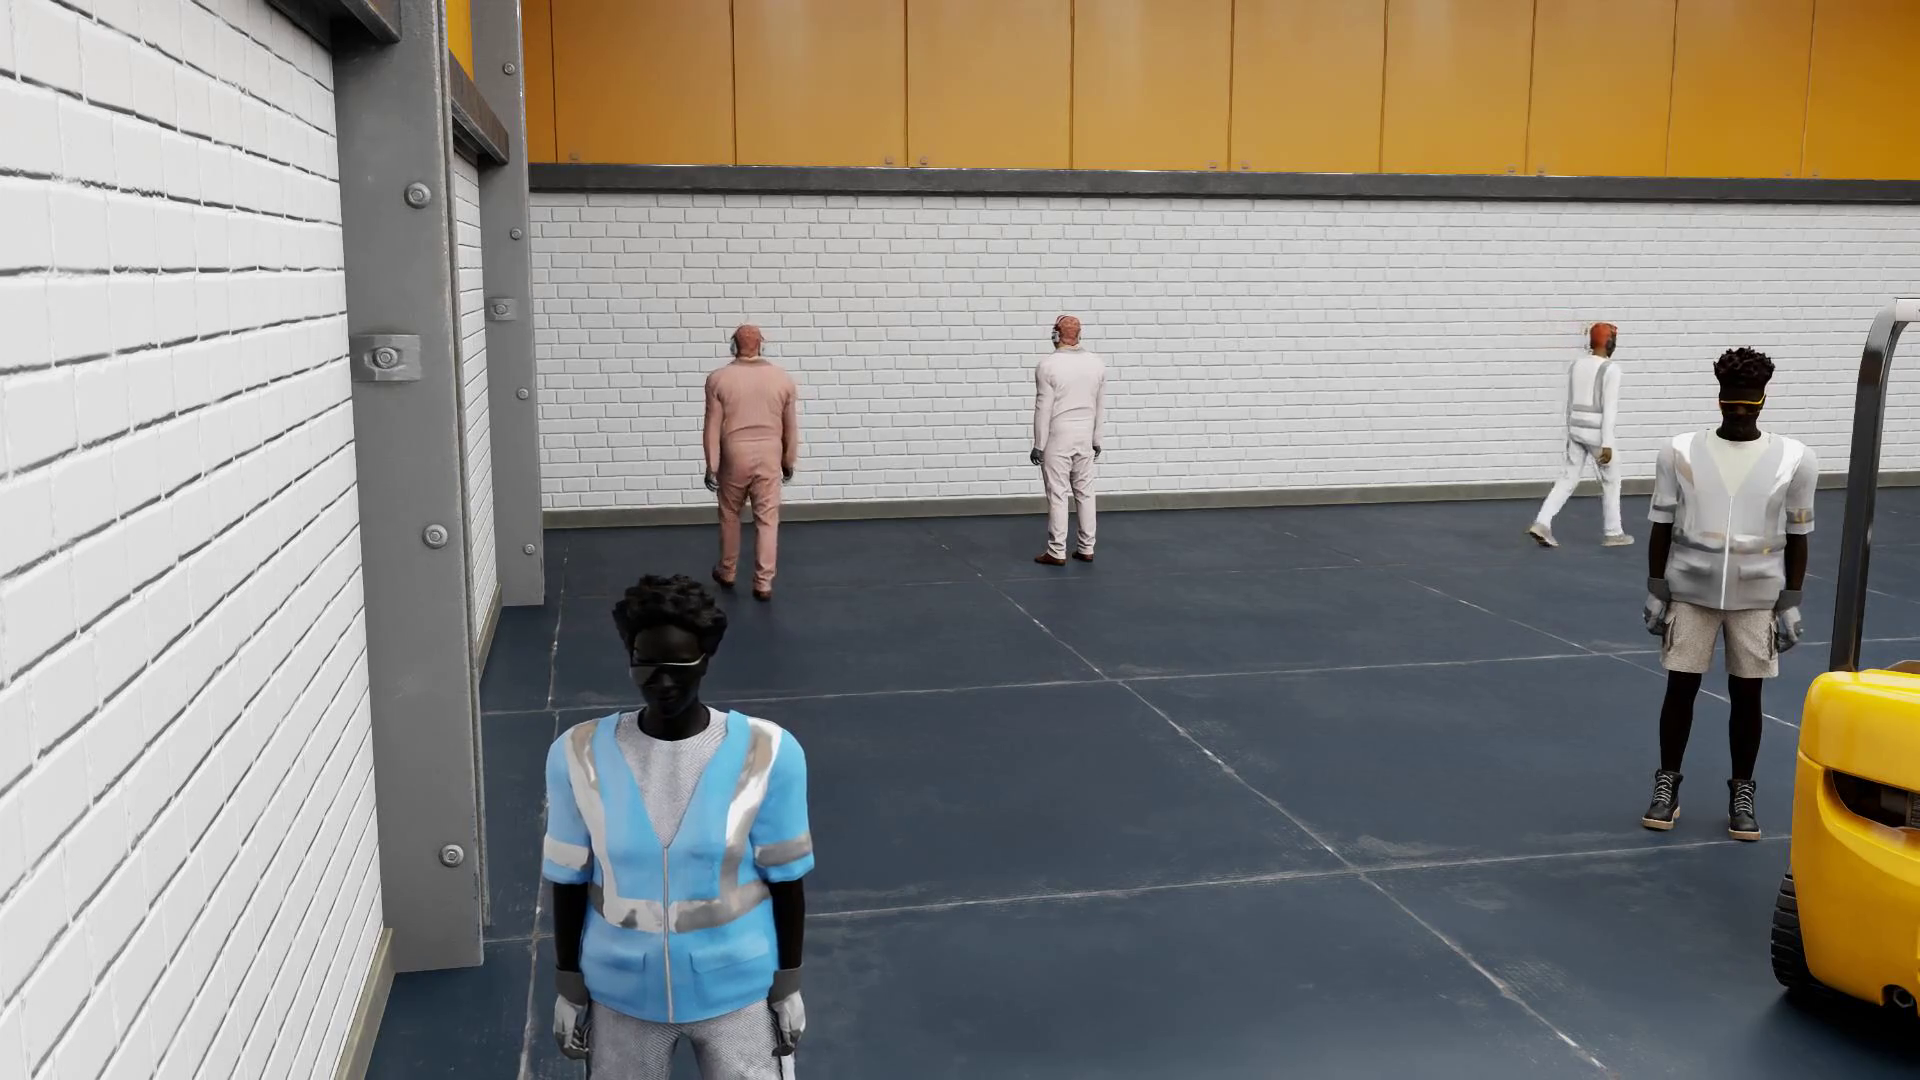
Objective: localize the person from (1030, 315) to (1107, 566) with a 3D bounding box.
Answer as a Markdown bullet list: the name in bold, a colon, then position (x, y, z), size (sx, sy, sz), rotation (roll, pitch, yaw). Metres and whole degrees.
- **person**: position (0.804, -0.759, 12.710), size (0.651, 1.906, 0.403), rotation (-6, 11, -33)

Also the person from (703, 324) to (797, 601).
- **person**: position (-1.473, -0.550, 11.534), size (0.679, 1.866, 0.909), rotation (-3, 10, -19)

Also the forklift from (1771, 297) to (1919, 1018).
- **forklift**: position (3.542, 0.334, 5.177), size (2.313, 2.155, 1.214), rotation (-9, 13, -43)

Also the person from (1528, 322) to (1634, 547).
- **person**: position (5.052, -0.843, 13.445), size (0.955, 1.847, 0.579), rotation (-4, 10, -23)

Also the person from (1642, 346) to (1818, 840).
- **person**: position (3.045, 0.212, 6.629), size (0.602, 1.960, 0.368), rotation (4, 10, 25)

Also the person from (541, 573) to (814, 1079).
- **person**: position (-0.557, 0.890, 3.315), size (0.535, 1.691, 0.319), rotation (0, 9, 0)
